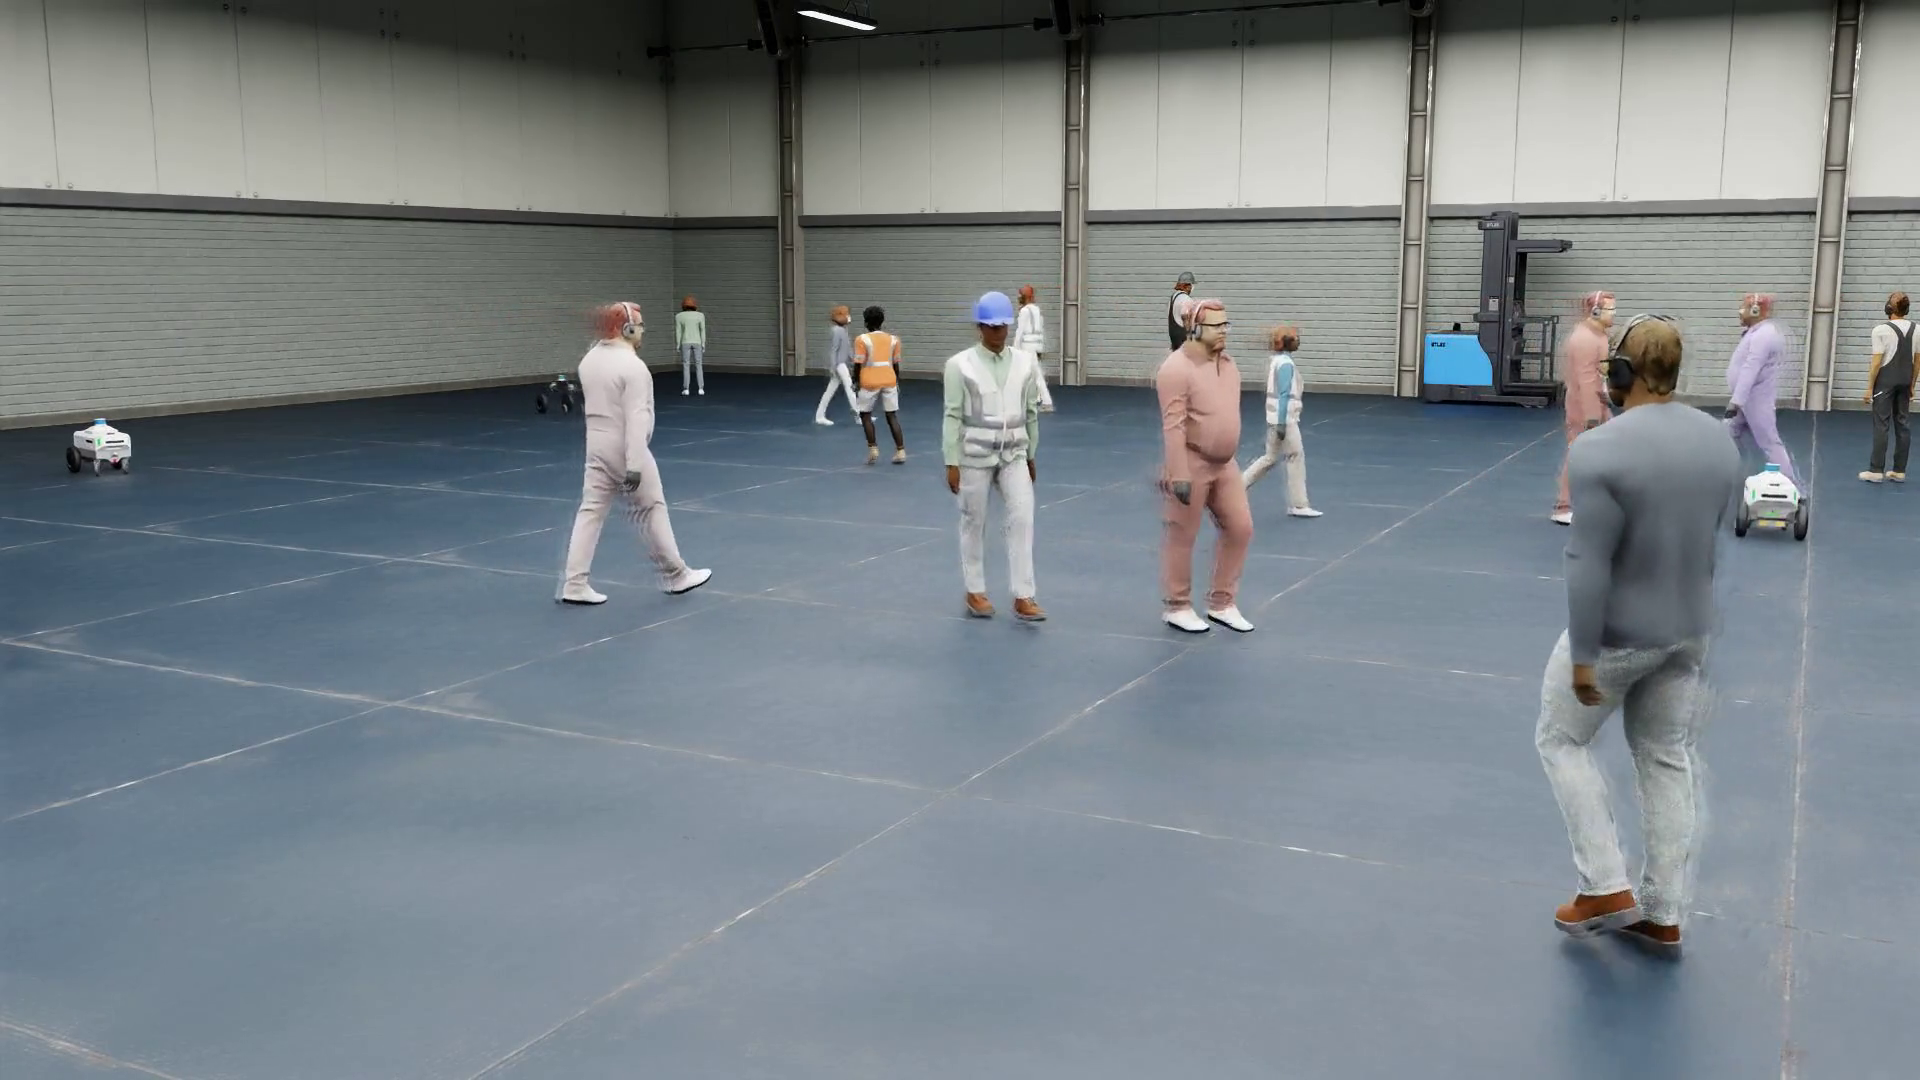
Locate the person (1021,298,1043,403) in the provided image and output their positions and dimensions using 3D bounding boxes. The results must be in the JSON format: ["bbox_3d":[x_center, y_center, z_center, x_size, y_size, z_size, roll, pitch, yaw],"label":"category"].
[{"bbox_3d":[1.083,-2.935,25.767,0.498,1.634,0.278,-9,13,-43],"label":"person"}]

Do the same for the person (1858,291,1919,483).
[{"bbox_3d":[9.061,-1.486,16.184,0.507,1.846,0.345,-1,9,-6],"label":"person"}]

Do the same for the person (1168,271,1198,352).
[{"bbox_3d":[3.613,-3.250,26.593,0.536,2.000,0.688,-2,9,-12],"label":"person"}]

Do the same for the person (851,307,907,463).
[{"bbox_3d":[-0.863,-1.641,17.697,0.568,1.665,0.467,-6,11,-32],"label":"person"}]

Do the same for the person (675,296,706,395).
[{"bbox_3d":[-4.455,-3.216,27.506,0.498,1.631,0.283,-2,9,-13],"label":"person"}]

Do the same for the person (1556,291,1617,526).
[{"bbox_3d":[5.143,-1.041,13.312,0.664,1.883,0.669,5,11,31],"label":"person"}]

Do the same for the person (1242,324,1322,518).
[{"bbox_3d":[2.636,-0.999,13.897,0.740,1.616,0.522,1,9,3],"label":"person"}]

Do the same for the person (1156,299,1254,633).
[{"bbox_3d":[1.414,-0.395,9.320,0.664,1.881,0.663,-7,12,-39],"label":"person"}]

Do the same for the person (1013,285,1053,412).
[{"bbox_3d":[0.952,-2.789,24.265,0.977,1.830,0.600,4,10,21],"label":"person"}]

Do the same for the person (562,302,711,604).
[{"bbox_3d":[-2.062,-0.540,10.323,0.640,1.855,0.999,8,12,41],"label":"person"}]

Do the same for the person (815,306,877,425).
[{"bbox_3d":[-1.544,-2.309,22.060,0.868,1.585,0.506,1,9,5],"label":"person"}]

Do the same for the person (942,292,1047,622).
[{"bbox_3d":[0.219,-0.464,9.638,0.650,1.912,0.851,-4,10,-21],"label":"person"}]

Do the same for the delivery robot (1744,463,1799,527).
[{"bbox_3d":[6.354,-0.357,13.033,0.477,0.478,0.707,4,10,21],"label":"delivery robot"}]

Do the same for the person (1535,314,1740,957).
[{"bbox_3d":[2.030,0.290,5.012,0.638,1.923,0.469,-3,10,-19],"label":"person"}]

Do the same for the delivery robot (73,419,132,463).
[{"bbox_3d":[-8.761,-0.997,16.980,0.707,0.478,0.477,9,13,43],"label":"delivery robot"}]

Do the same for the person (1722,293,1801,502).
[{"bbox_3d":[6.941,-1.239,14.628,0.999,1.858,0.638,2,10,15],"label":"person"}]

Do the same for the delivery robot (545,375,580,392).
[{"bbox_3d":[-5.750,-2.266,24.009,0.335,0.223,0.698,-8,12,-41],"label":"delivery robot"}]

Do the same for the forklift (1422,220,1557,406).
[{"bbox_3d":[8.245,-3.527,25.720,1.873,2.768,1.129,5,10,27],"label":"forklift"}]
